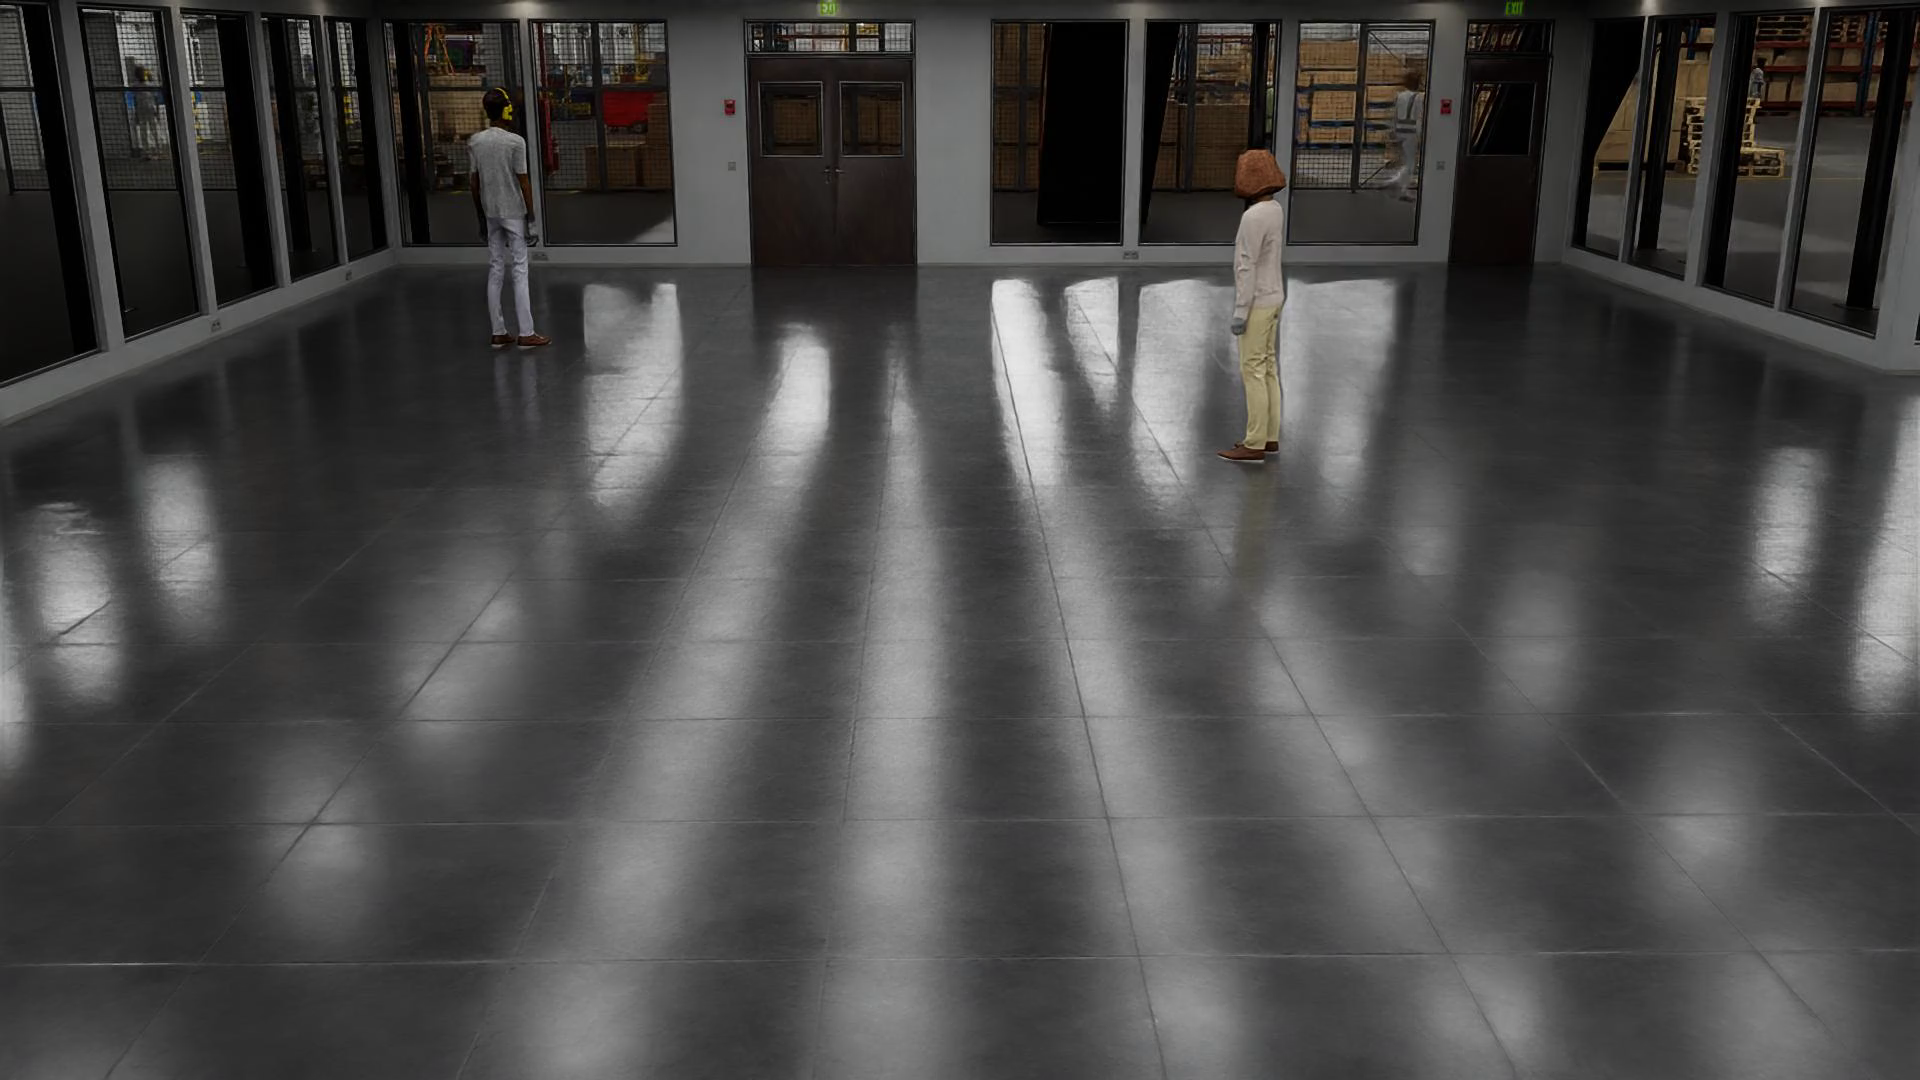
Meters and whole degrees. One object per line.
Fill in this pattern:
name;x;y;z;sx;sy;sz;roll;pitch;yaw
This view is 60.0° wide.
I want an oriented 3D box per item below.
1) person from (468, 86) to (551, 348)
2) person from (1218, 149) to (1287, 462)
person;-3.300;-2.333;12.113;0.515;1.872;0.328;6;17;19
person;1.561;-1.225;8.766;0.279;1.624;0.494;7;18;23
